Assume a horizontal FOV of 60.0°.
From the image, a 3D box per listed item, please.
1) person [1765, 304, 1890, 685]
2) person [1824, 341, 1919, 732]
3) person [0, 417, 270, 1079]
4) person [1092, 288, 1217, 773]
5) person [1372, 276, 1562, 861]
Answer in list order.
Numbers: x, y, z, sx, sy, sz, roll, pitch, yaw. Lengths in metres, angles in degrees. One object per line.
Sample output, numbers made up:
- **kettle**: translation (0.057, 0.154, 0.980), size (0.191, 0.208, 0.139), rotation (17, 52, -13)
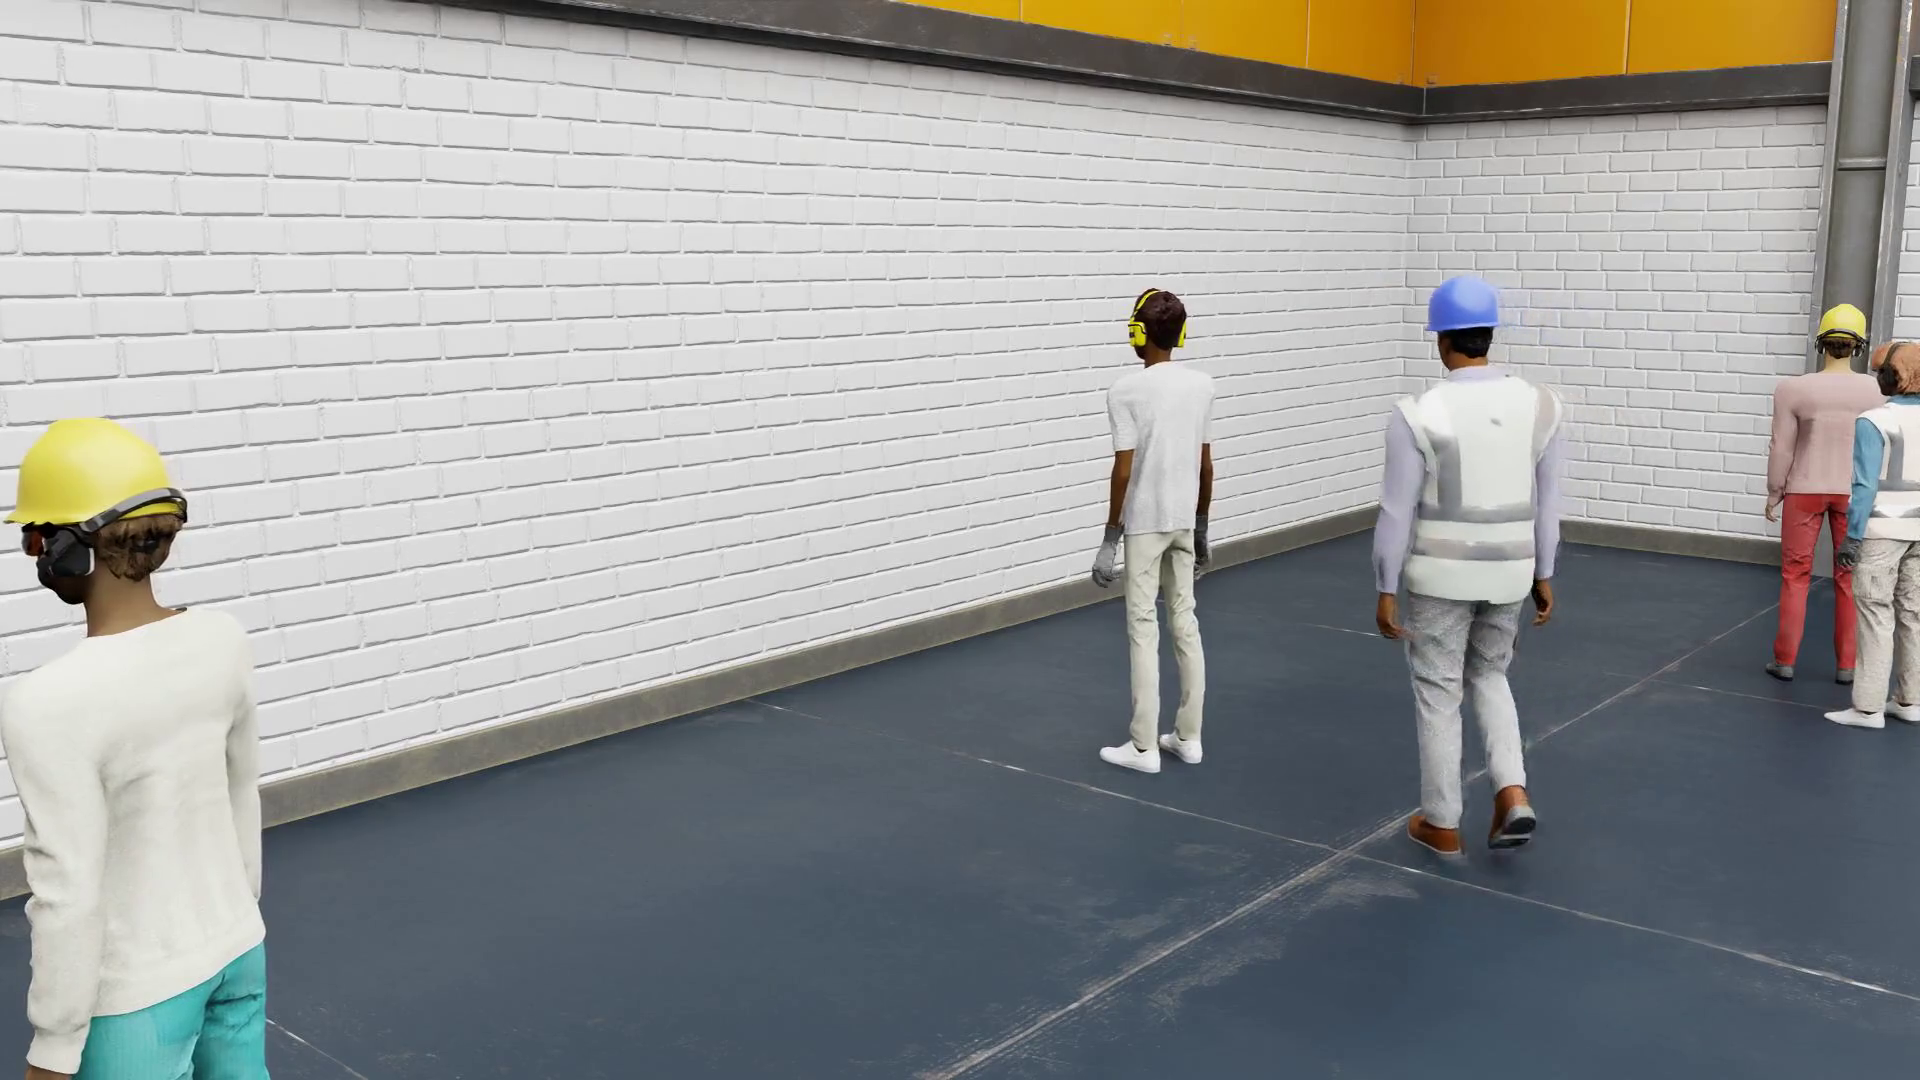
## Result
- **person**: translation (4.029, -0.205, 7.730), size (0.531, 1.768, 0.311), rotation (4, 11, 20)
- **person**: translation (3.913, -0.011, 6.990), size (0.523, 1.636, 0.310), rotation (-4, 11, -23)
- **person**: translation (-1.300, 0.687, 2.650), size (0.325, 1.767, 0.533), rotation (2, 10, 10)
- **person**: translation (0.750, -0.027, 6.442), size (0.552, 1.867, 0.310), rotation (-6, 11, -29)
- **person**: translation (1.645, 0.116, 5.422), size (0.638, 1.933, 0.448), rotation (-2, 10, -13)
